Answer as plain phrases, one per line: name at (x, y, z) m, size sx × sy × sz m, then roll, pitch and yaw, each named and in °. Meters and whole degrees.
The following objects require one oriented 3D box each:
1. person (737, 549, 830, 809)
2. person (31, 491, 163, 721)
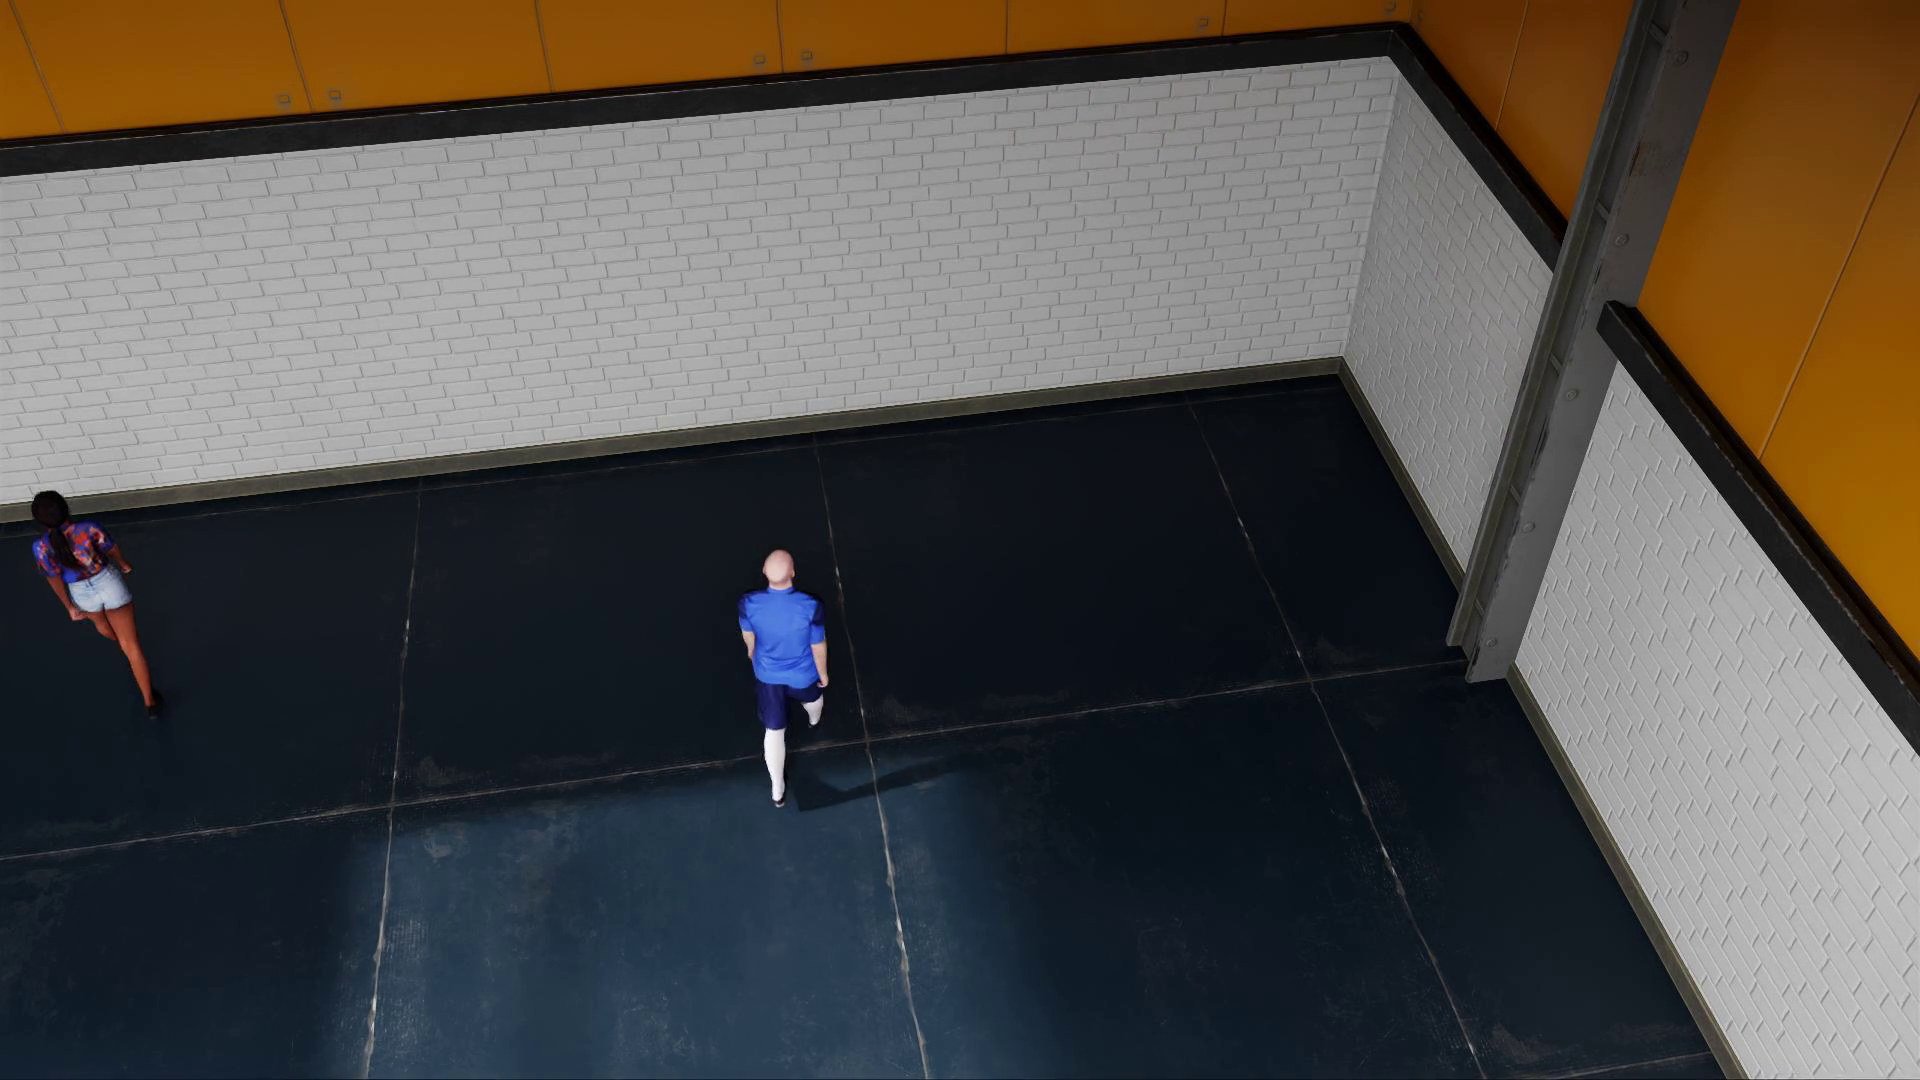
person at (-1.052, 0.847, 9.961) m, size 0.813 × 1.793 × 1.197 m, roll 0°, pitch 44°, yaw 0°
person at (-5.396, 0.424, 10.479) m, size 0.835 × 1.690 × 1.242 m, roll -18°, pitch 47°, yaw -18°
